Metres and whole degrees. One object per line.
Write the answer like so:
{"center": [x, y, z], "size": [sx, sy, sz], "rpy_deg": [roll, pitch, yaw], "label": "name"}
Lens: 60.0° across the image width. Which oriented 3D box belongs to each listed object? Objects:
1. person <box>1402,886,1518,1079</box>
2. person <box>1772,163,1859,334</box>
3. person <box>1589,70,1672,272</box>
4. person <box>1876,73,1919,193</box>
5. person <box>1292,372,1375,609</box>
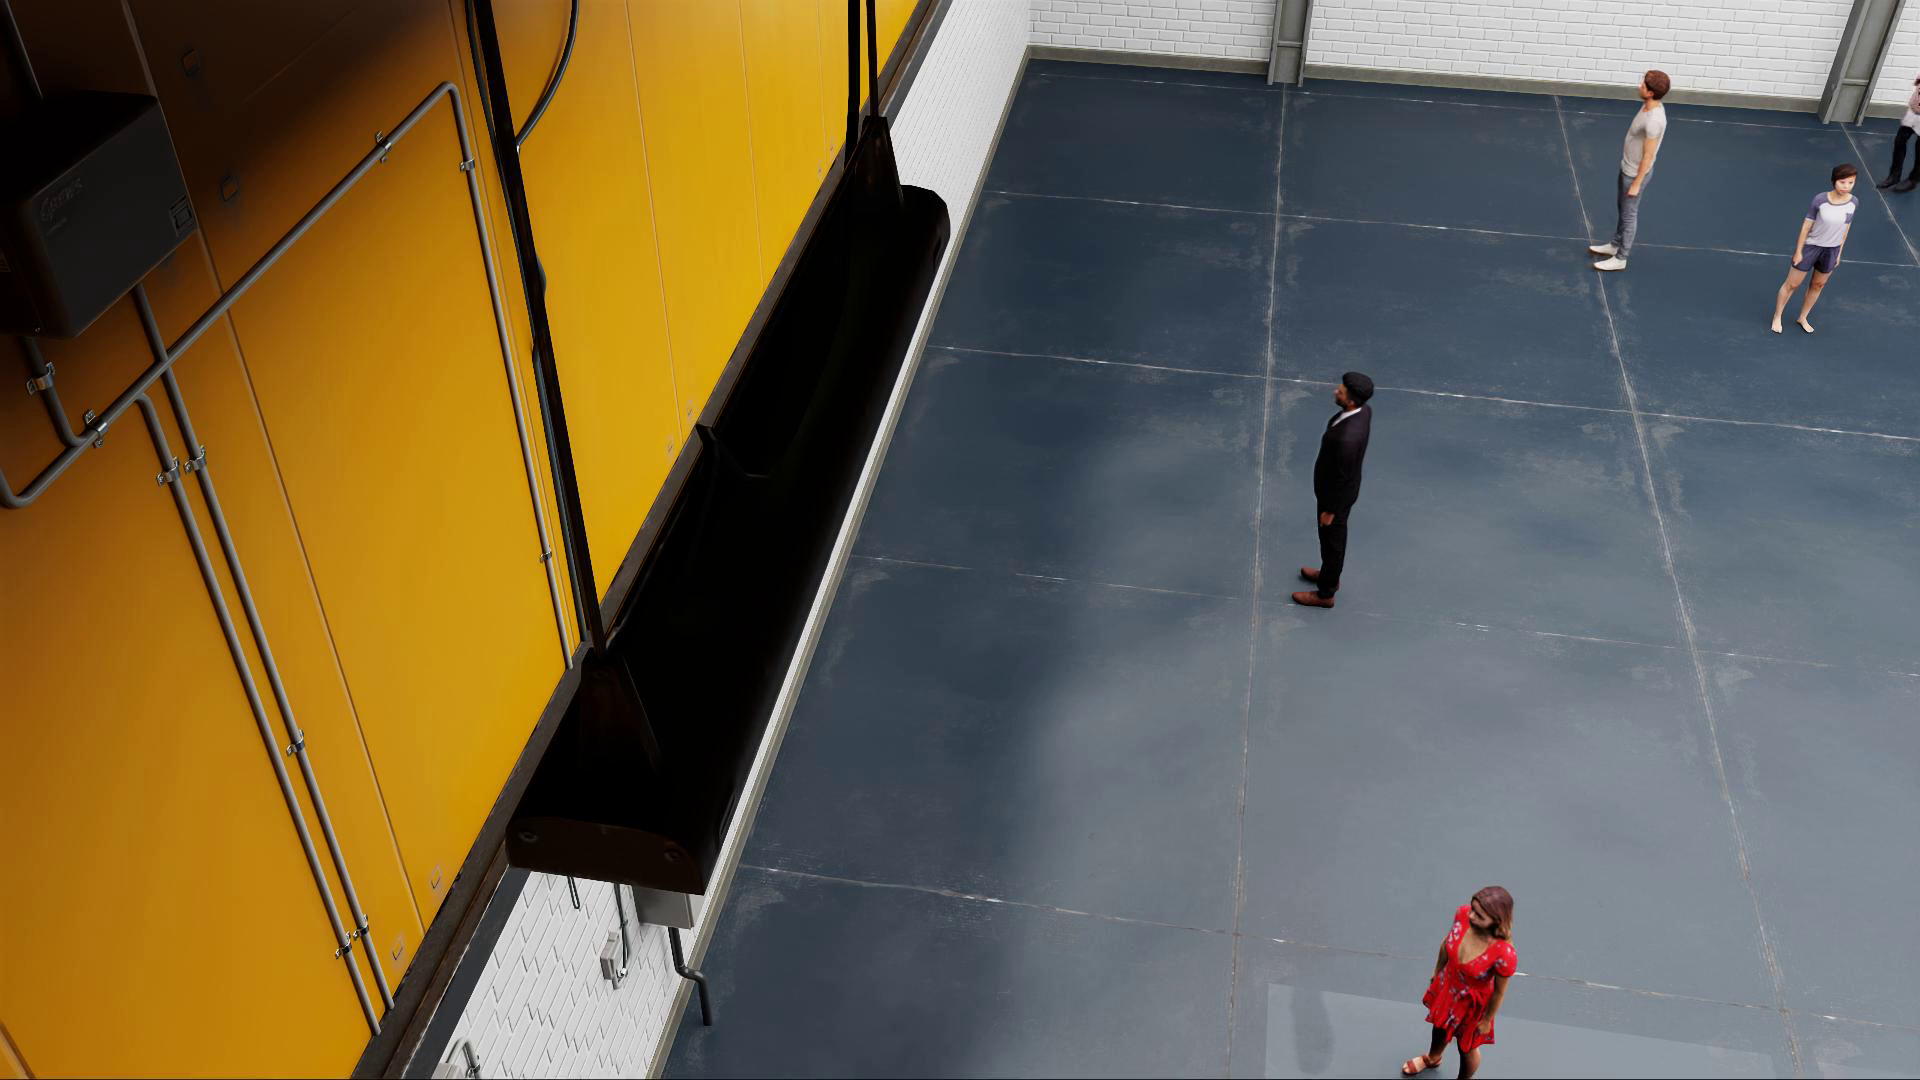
{"center": [2.540, 2.273, 8.314], "size": [0.702, 1.592, 0.662], "rpy_deg": [-18, 42, -21], "label": "person"}
{"center": [7.412, -2.523, 14.342], "size": [0.497, 1.566, 0.656], "rpy_deg": [1, 39, 1], "label": "person"}
{"center": [6.155, -3.359, 15.126], "size": [0.566, 1.894, 0.663], "rpy_deg": [8, 39, 10], "label": "person"}
{"center": [9.523, -4.187, 16.267], "size": [0.841, 1.763, 0.810], "rpy_deg": [-4, 39, -5], "label": "person"}
{"center": [2.597, -0.345, 11.359], "size": [0.621, 1.884, 0.736], "rpy_deg": [14, 41, 17], "label": "person"}
